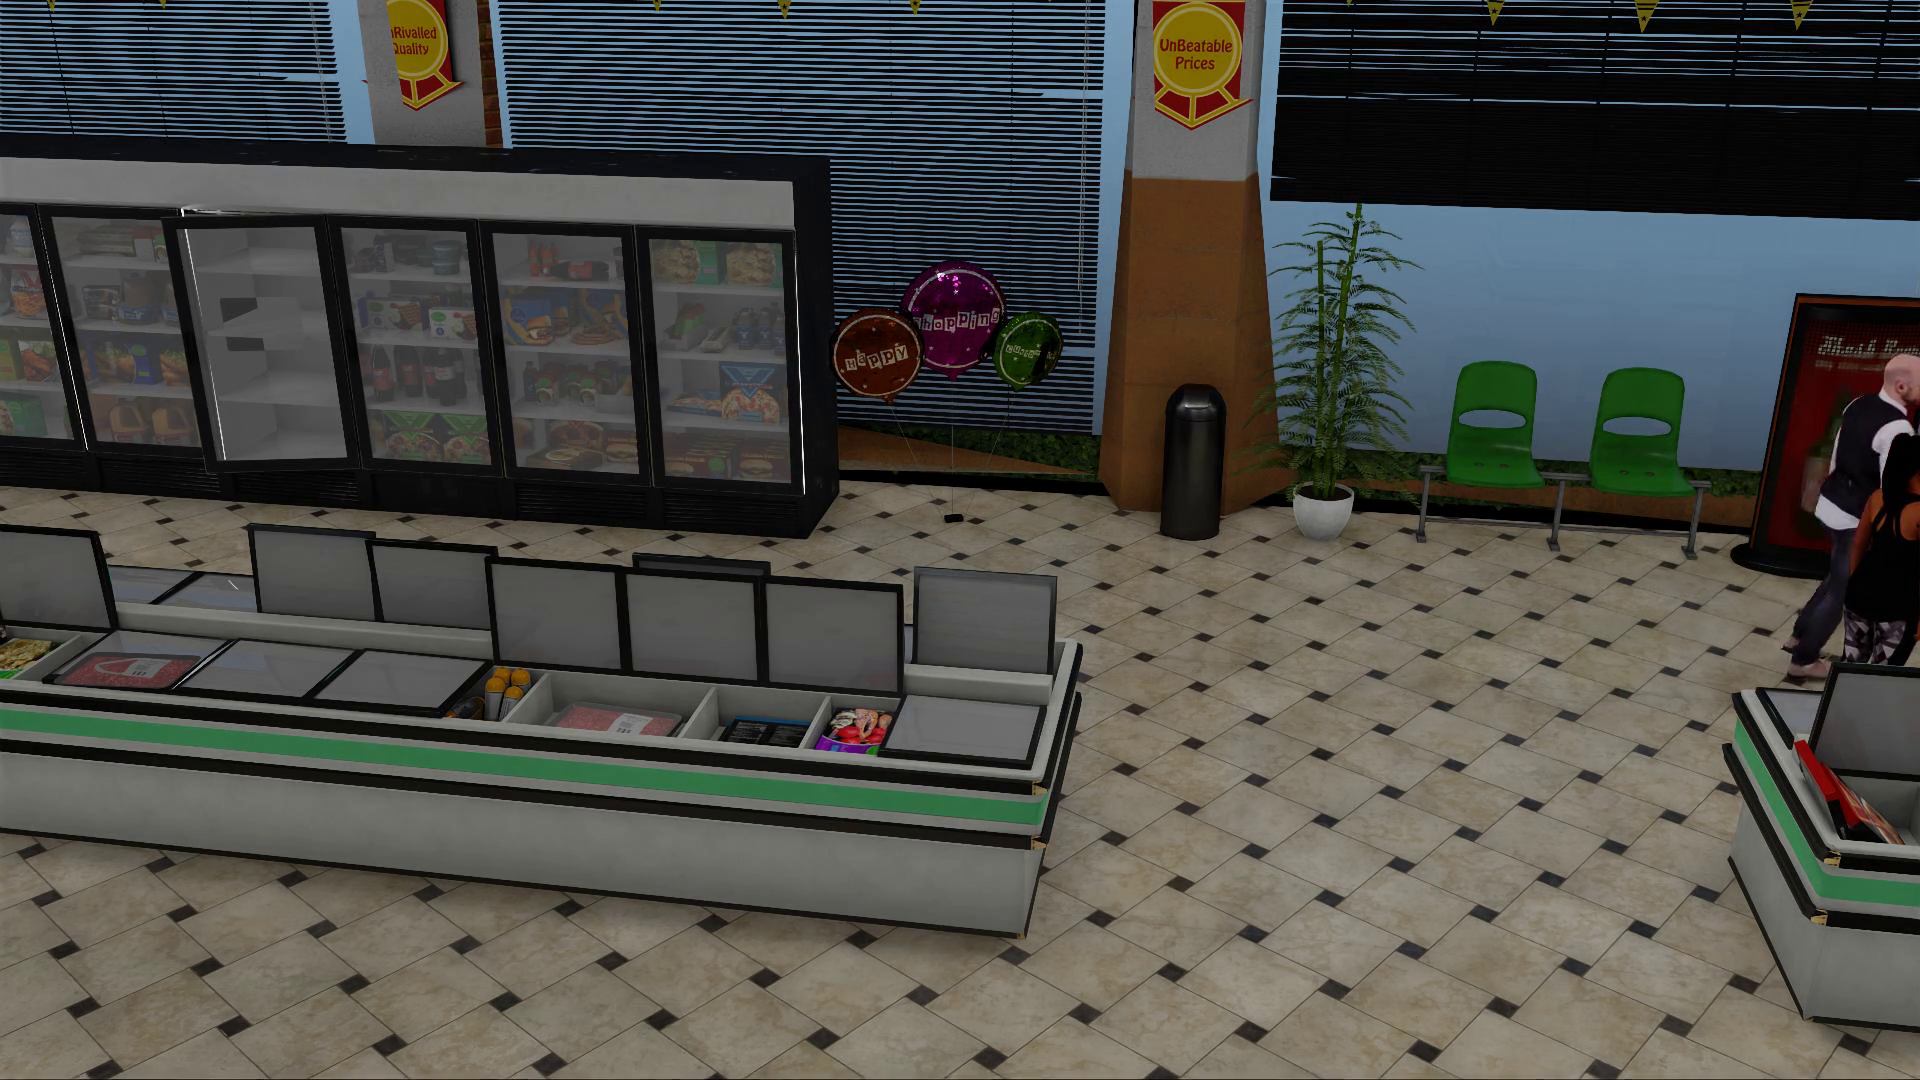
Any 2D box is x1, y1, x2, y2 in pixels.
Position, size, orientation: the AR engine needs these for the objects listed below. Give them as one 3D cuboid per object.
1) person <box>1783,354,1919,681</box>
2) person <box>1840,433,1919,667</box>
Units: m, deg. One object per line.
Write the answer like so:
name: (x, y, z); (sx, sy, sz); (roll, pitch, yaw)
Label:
person: (4.506, -0.075, 8.524); (0.667, 1.795, 0.746); (0, 22, -1)
person: (4.338, 0.283, 7.808); (0.662, 1.663, 0.660); (-7, 23, -18)
